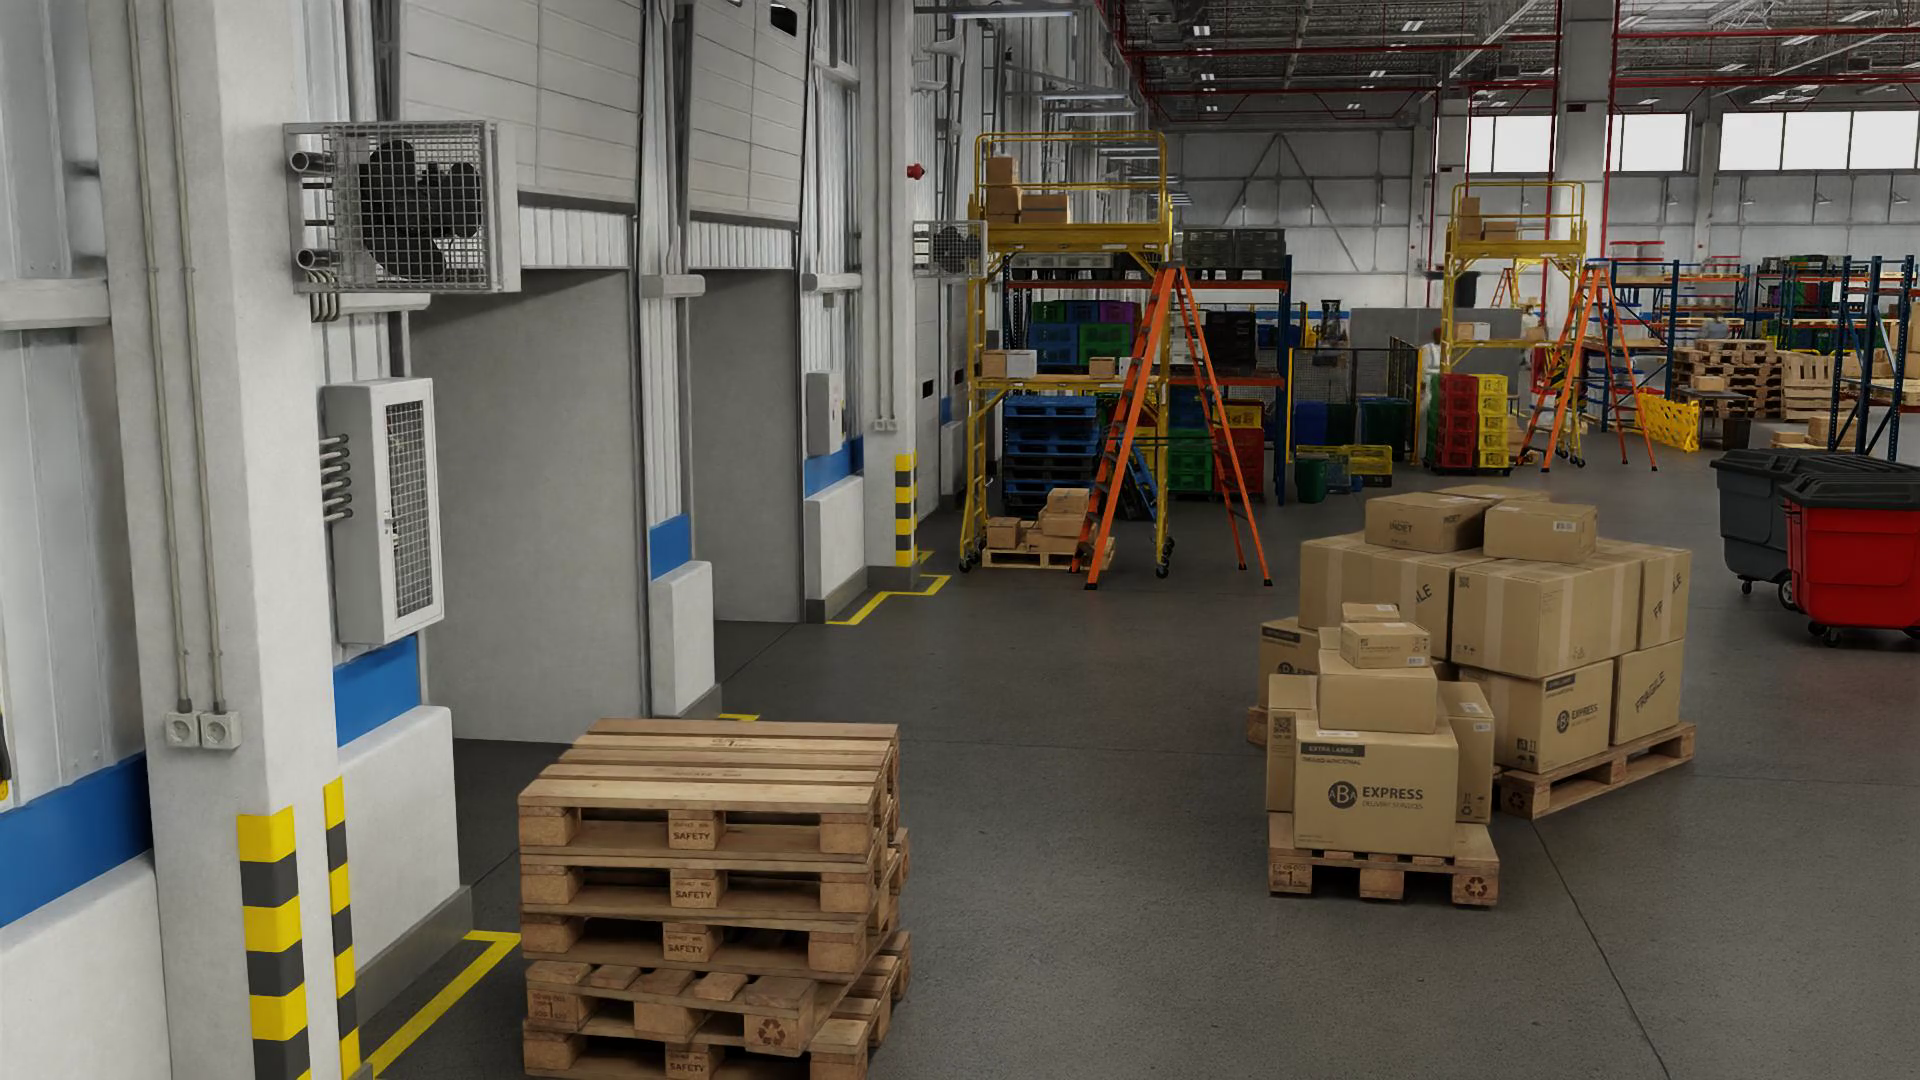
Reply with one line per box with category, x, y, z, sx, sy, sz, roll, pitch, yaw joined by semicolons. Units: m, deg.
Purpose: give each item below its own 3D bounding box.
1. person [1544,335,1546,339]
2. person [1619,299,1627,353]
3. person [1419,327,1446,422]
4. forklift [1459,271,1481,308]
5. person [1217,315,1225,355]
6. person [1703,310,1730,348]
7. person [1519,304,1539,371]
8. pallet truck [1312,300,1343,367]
person;13.463;-4.107;37.689;0.866;1.697;0.512;-4;10;-21
person;21.664;-6.900;54.283;0.546;1.917;0.771;1;9;4
person;8.333;-2.831;29.347;0.604;1.868;0.634;-5;10;-27
forklift;12.710;-5.341;41.705;1.873;2.768;1.129;1;9;9
person;7.488;-5.706;47.836;0.515;1.616;0.599;-9;13;-43
person;18.330;-4.638;40.391;0.632;1.909;0.968;2;9;12
person;16.103;-5.753;47.237;0.633;1.913;0.837;-4;10;-24
pallet truck;11.159;-6.200;49.718;0.823;1.965;1.885;4;10;26
